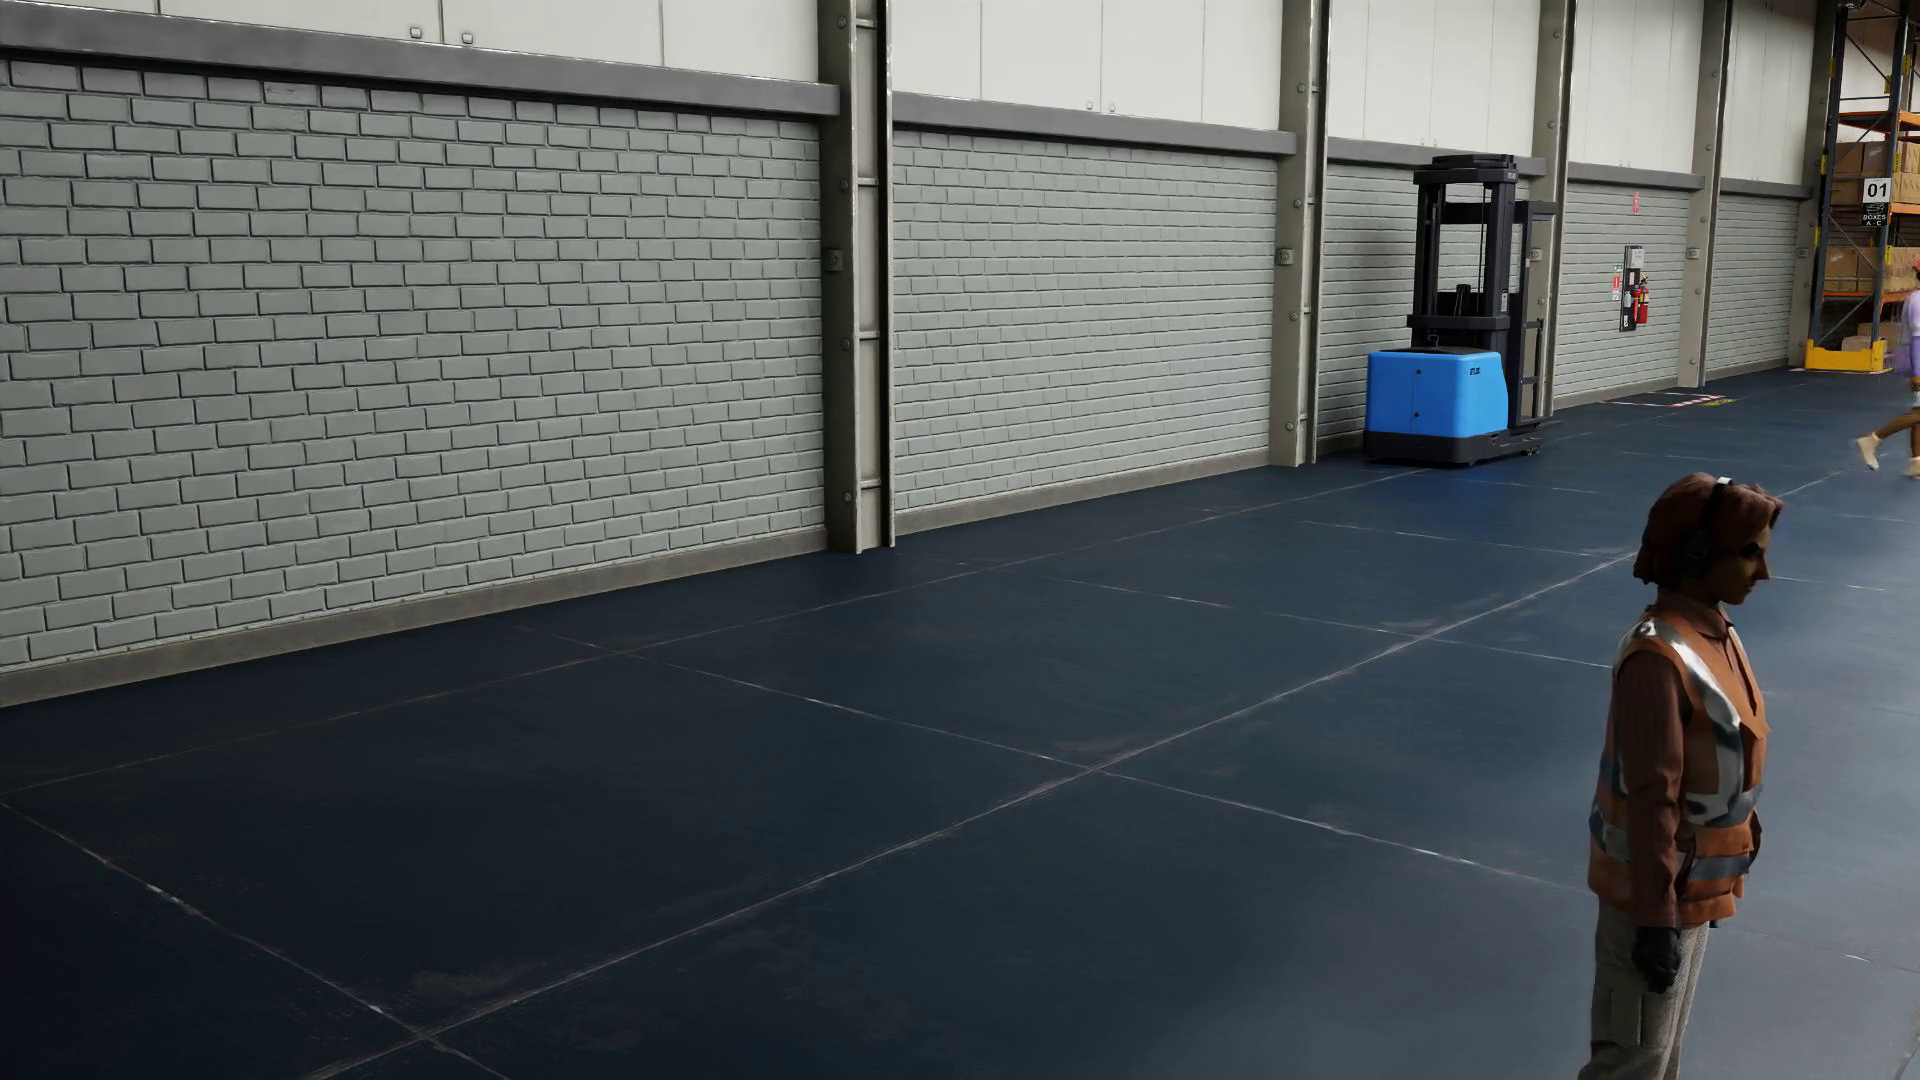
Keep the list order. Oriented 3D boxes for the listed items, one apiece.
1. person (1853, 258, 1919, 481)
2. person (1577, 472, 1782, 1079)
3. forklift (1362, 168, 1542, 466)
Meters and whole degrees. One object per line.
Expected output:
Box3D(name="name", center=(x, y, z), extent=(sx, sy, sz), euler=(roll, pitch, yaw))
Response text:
Box3D(name="person", center=(8.452, -1.541, 14.766), extent=(0.666, 2.031, 0.622), euler=(7, 12, 34))
Box3D(name="person", center=(1.367, 0.685, 3.206), extent=(0.310, 1.639, 0.514), euler=(6, 12, 32))
Box3D(name="forklift", center=(4.875, -2.212, 16.287), extent=(1.129, 2.768, 1.873), euler=(8, 13, 40))
